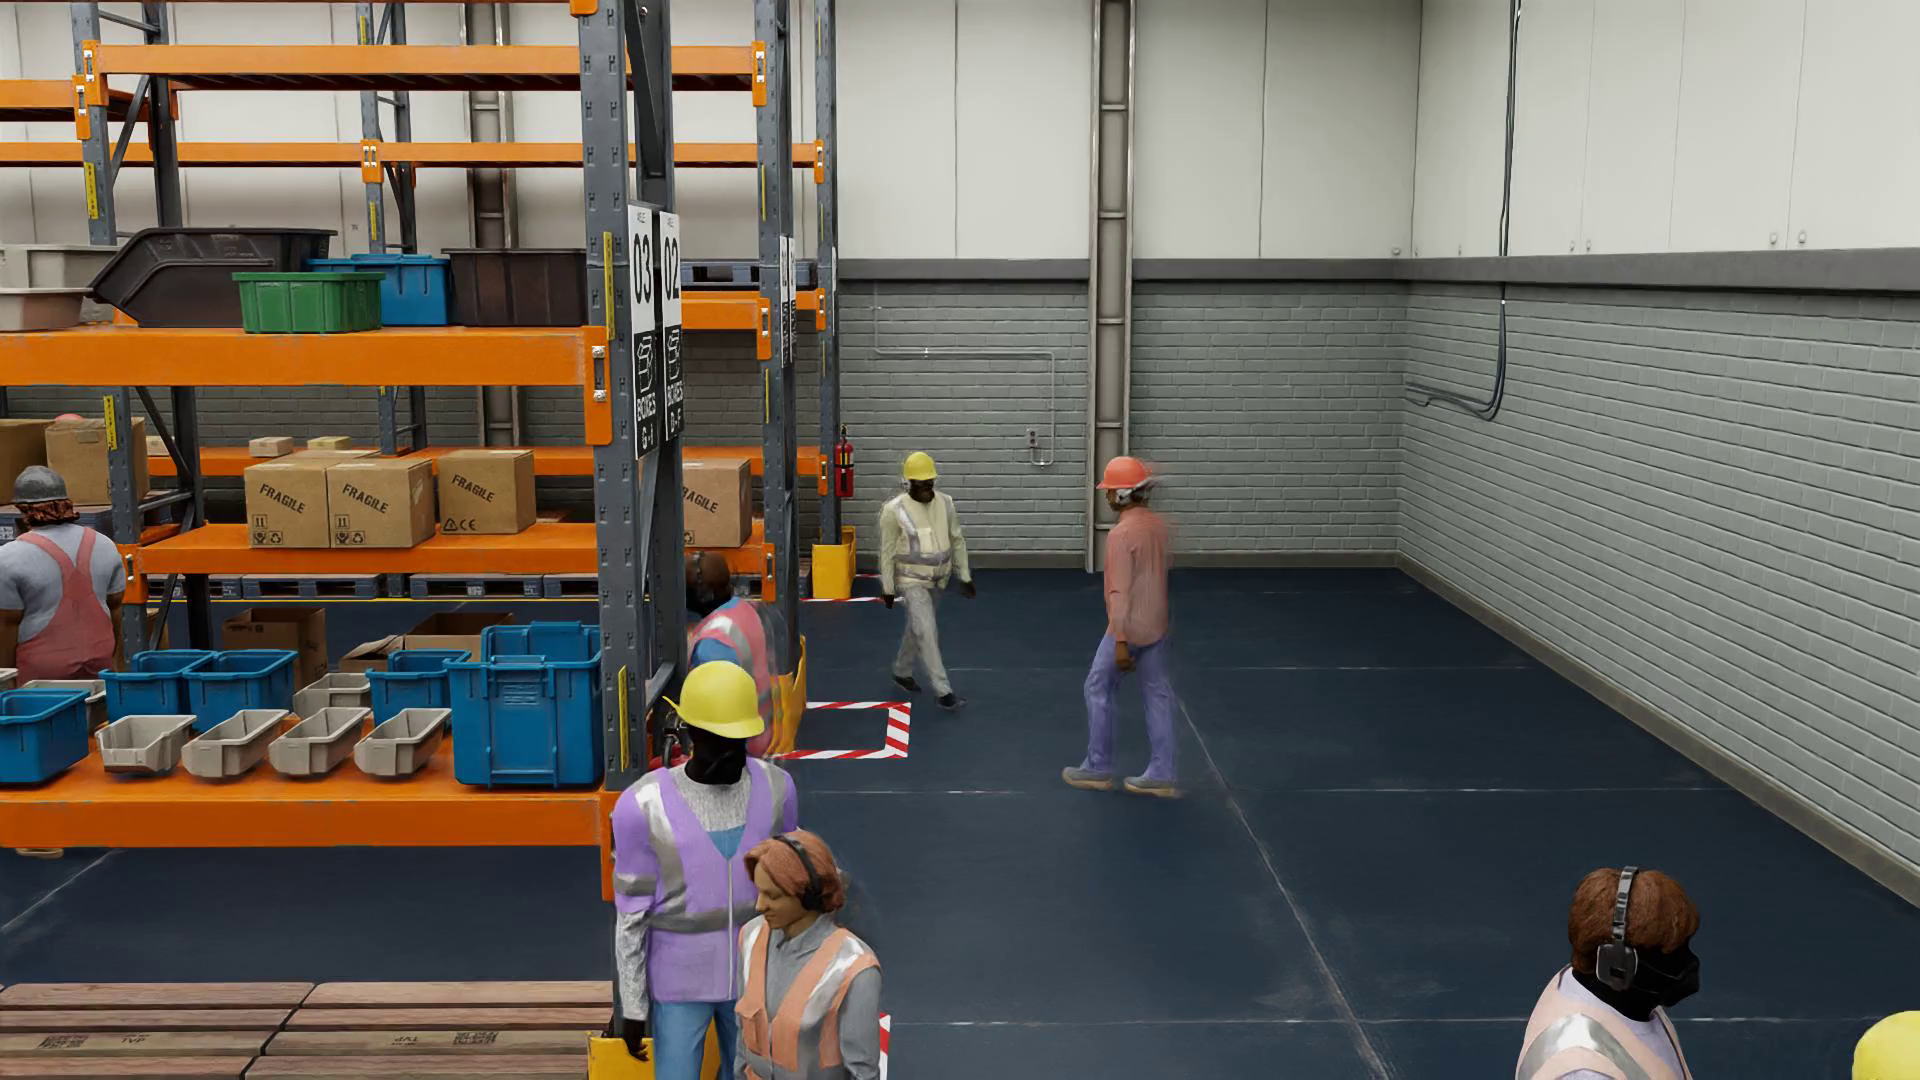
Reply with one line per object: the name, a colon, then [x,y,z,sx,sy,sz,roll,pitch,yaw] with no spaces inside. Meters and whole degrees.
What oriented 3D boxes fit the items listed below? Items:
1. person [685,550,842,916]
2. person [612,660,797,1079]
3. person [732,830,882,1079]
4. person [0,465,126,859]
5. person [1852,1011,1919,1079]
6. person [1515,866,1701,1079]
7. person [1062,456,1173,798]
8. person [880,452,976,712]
person: [-0.957,0.927,7.474,0.766,1.808,0.648,1,9,6]
person: [-0.720,1.287,4.928,0.592,1.918,0.395,-6,11,-32]
person: [-0.390,1.532,4.290,0.524,1.632,0.317,8,12,42]
person: [-4.730,0.611,8.678,0.535,2.000,0.679,5,10,27]
person: [1.447,1.701,2.623,0.922,1.866,0.695,-1,9,-3]
person: [1.346,1.564,3.448,0.429,1.844,0.627,4,10,23]
person: [0.912,0.491,9.610,0.797,1.965,0.660,7,12,36]
person: [-0.237,0.268,11.590,0.600,1.786,0.933,-8,12,-40]
